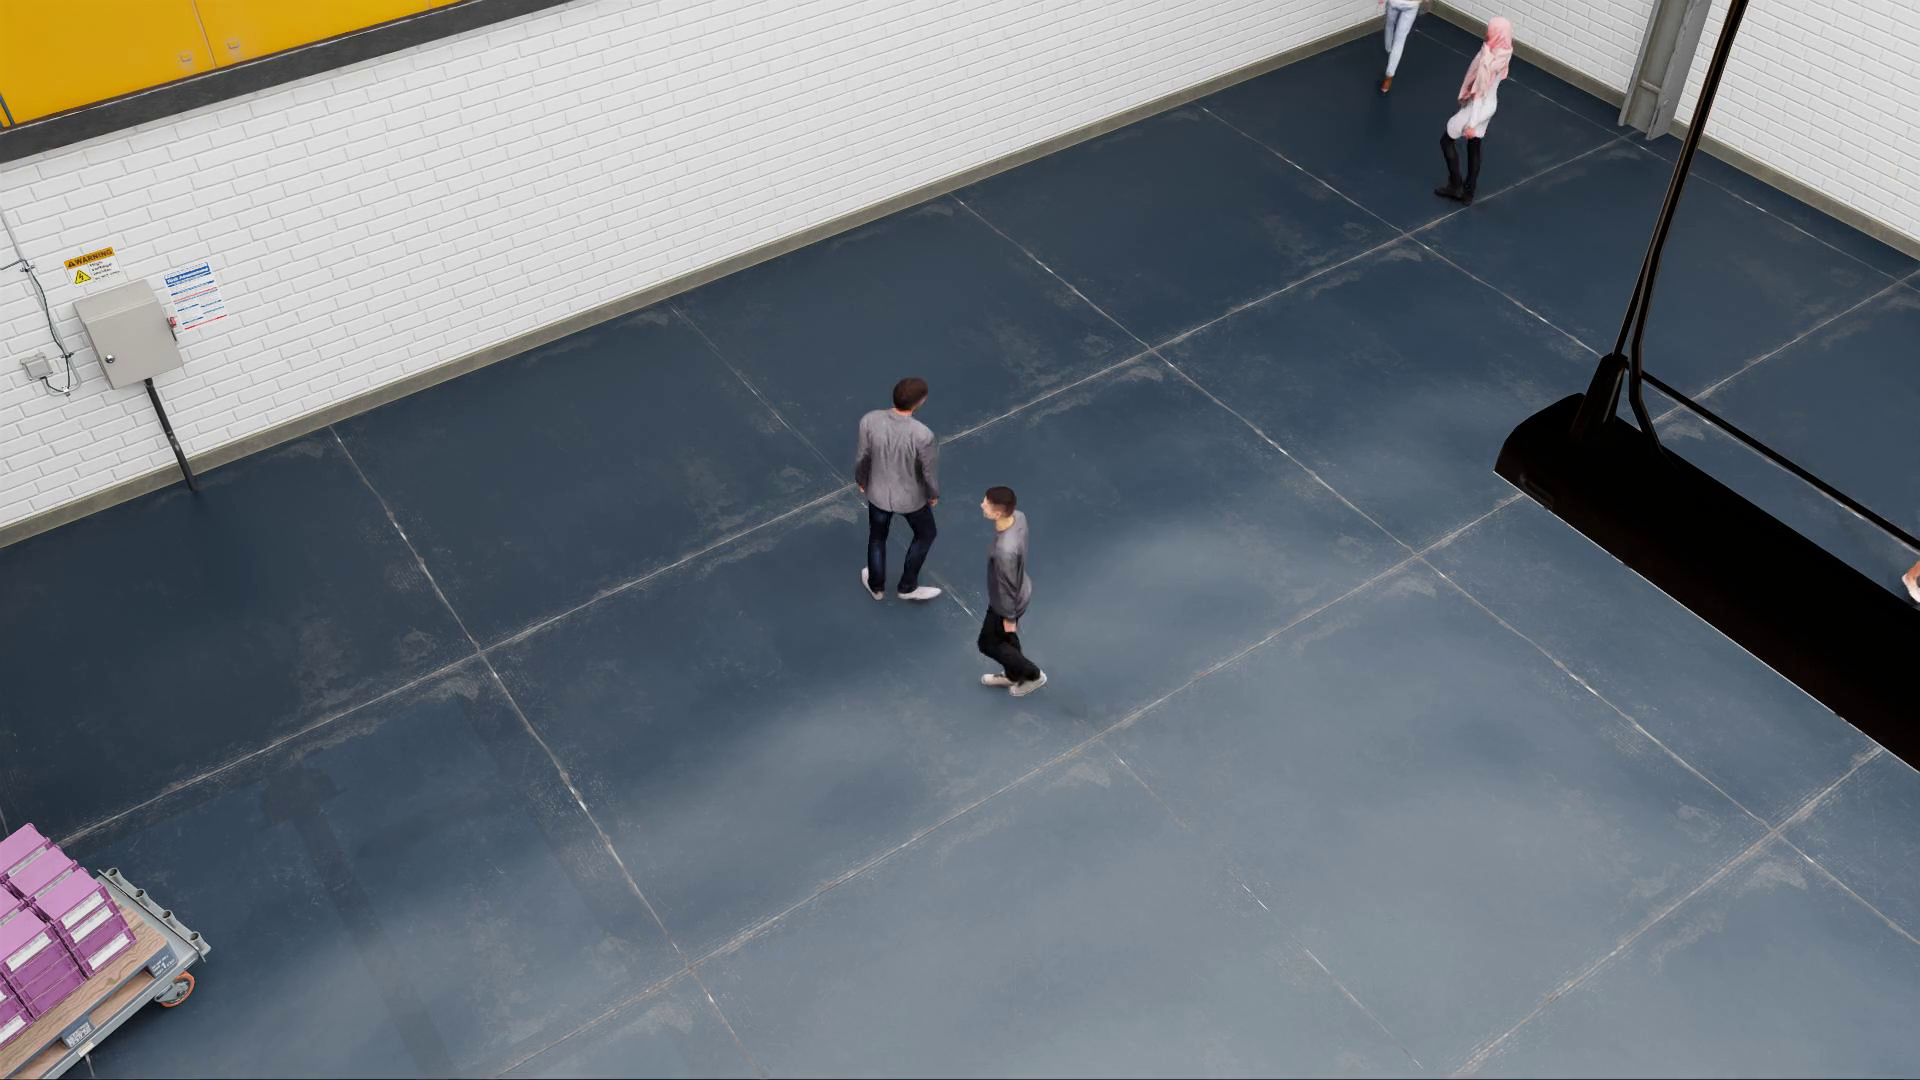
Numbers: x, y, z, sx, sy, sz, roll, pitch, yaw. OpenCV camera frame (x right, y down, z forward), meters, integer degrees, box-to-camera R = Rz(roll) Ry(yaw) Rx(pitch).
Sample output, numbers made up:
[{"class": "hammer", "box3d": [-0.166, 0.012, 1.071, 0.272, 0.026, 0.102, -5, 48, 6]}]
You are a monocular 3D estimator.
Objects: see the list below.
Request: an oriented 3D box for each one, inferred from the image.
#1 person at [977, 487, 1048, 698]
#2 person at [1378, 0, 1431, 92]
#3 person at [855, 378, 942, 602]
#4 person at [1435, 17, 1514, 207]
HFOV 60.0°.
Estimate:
[{"class": "person", "box3d": [0.380, 0.370, 10.523, 0.872, 1.747, 0.810, 7, 44, 7]}, {"class": "person", "box3d": [4.382, -5.313, 16.450, 1.172, 1.800, 1.140, 14, 45, 15]}, {"class": "person", "box3d": [-0.414, -0.299, 11.148, 0.779, 1.853, 0.886, 1, 44, 1]}, {"class": "person", "box3d": [4.696, -3.779, 14.844, 0.720, 1.793, 0.721, 31, 52, 28]}]
